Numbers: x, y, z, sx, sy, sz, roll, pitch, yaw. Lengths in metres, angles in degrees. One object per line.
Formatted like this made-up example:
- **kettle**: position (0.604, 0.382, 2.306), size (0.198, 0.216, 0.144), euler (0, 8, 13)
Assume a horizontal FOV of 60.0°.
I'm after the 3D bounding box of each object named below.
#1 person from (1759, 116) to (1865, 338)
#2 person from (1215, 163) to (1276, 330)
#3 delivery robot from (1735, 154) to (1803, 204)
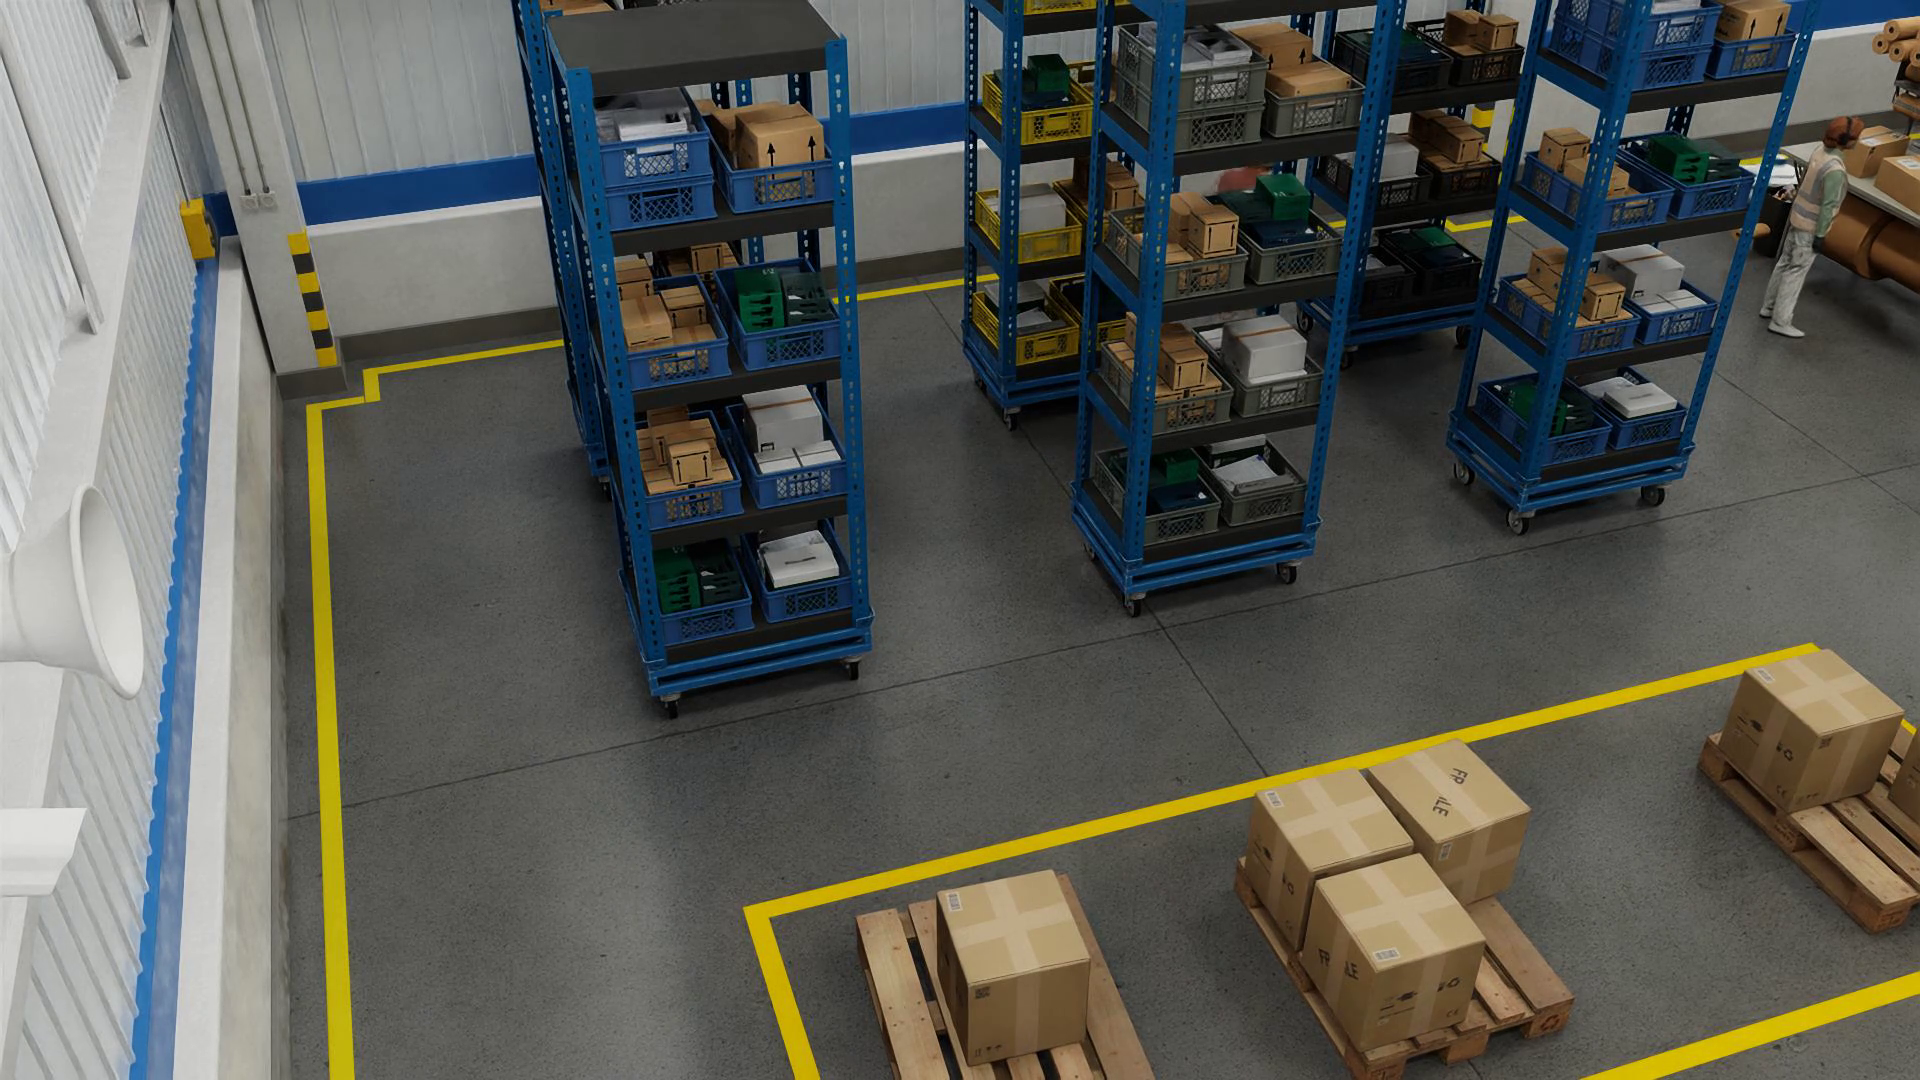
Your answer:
- **person**: position (6.192, -2.289, 12.099), size (0.310, 1.636, 0.523), euler (6, 36, 8)
- **person**: position (1.932, -1.857, 11.194), size (0.448, 1.969, 0.644), euler (-26, 43, -32)
- **delivery robot**: position (6.819, -2.989, 13.947), size (0.707, 0.478, 0.477), euler (4, 35, 6)
